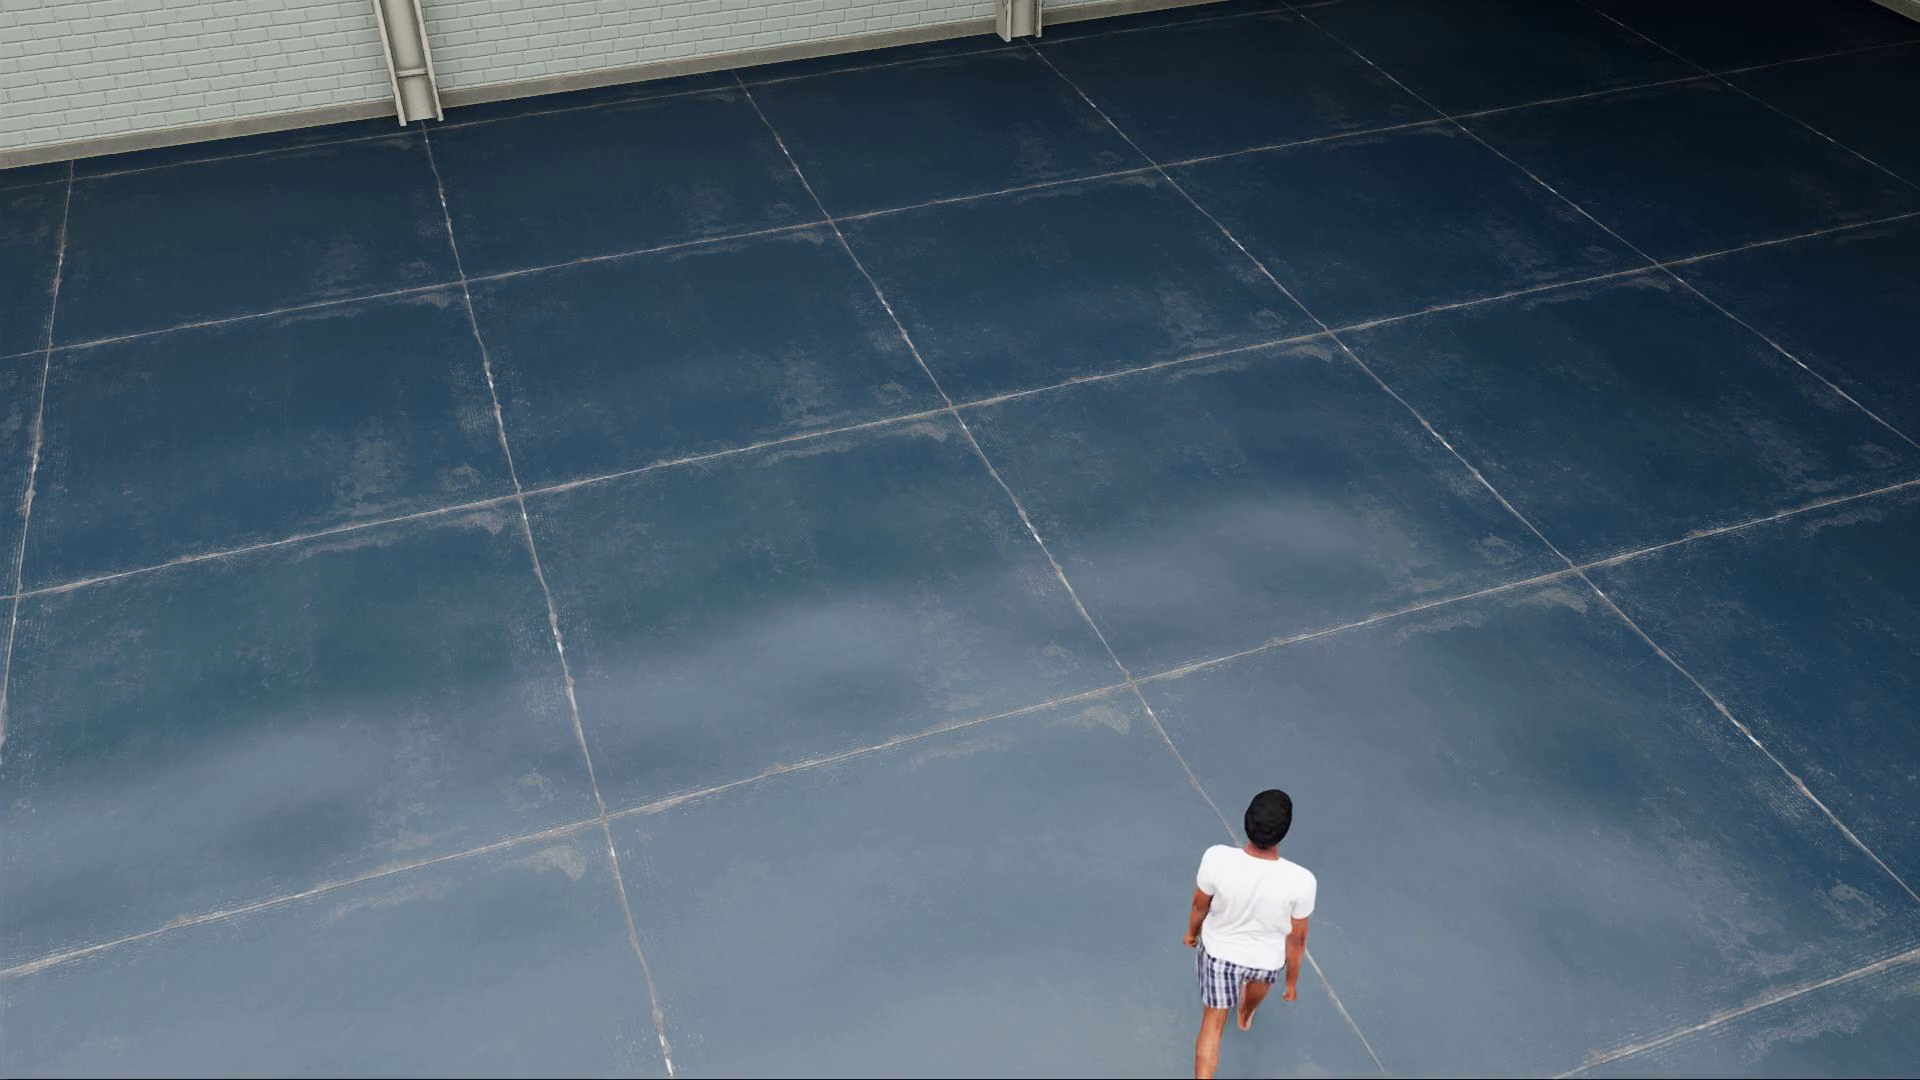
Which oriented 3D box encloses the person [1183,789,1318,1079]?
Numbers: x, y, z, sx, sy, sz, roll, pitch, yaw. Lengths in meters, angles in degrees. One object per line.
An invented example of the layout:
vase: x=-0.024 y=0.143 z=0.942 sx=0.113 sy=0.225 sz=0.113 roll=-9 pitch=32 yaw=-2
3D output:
person: x=1.144 y=1.759 z=6.841 sx=1.150 sy=1.690 sz=1.125 roll=11 pitch=39 yaw=13
